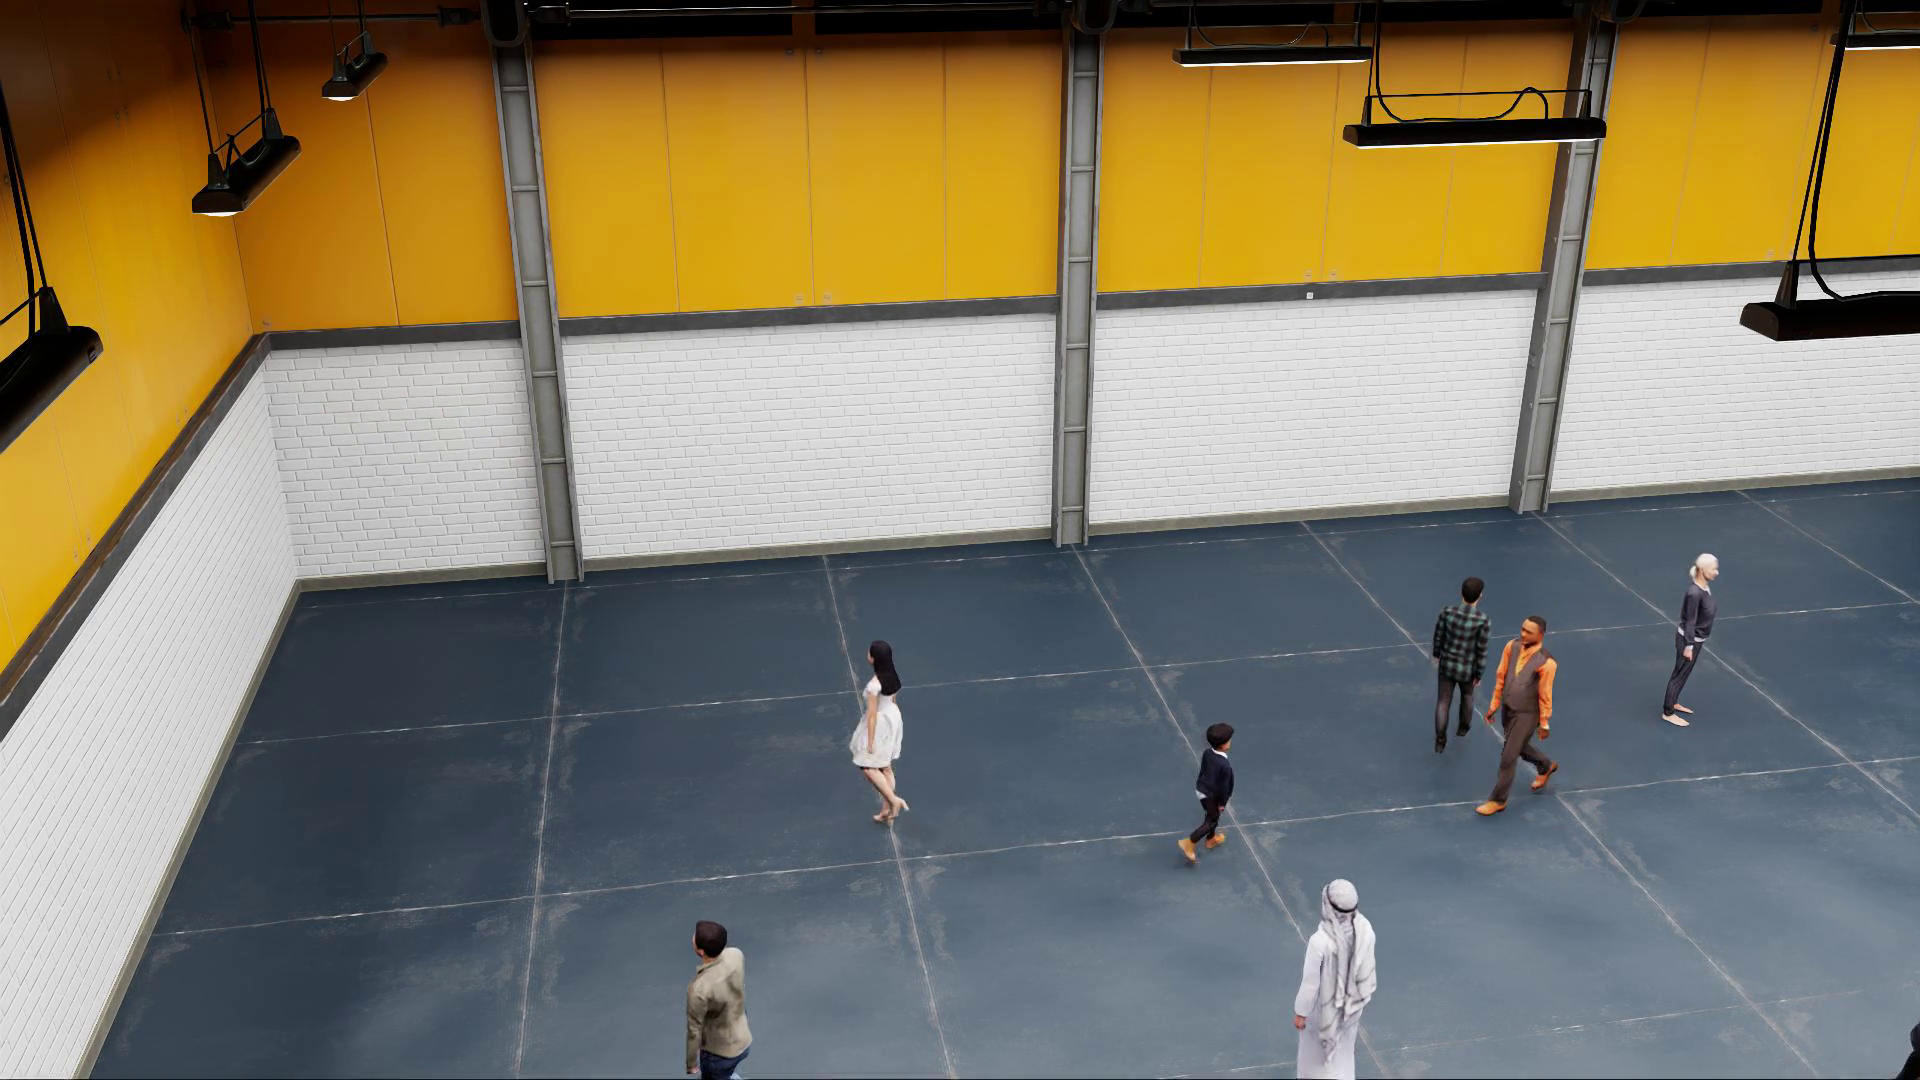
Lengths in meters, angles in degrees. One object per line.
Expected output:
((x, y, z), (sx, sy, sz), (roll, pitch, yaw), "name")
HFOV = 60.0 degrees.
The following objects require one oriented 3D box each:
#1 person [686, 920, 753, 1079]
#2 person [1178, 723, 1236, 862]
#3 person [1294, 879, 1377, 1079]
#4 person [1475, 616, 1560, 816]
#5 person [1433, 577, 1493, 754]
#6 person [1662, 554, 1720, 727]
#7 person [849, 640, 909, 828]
((-1.442, 3.231, 10.596), (0.988, 1.857, 0.928), (13, 27, 27), "person")
((2.076, 2.115, 13.957), (0.816, 1.209, 0.645), (-13, 27, -27), "person")
((2.446, 3.054, 10.916), (0.700, 1.925, 0.840), (-13, 27, -27), "person")
((4.983, 1.494, 14.547), (1.283, 1.874, 0.860), (-9, 25, -20), "person")
((4.540, 1.165, 15.225), (0.977, 1.696, 0.972), (9, 25, 20), "person")
((7.049, 0.925, 16.035), (0.728, 1.726, 0.686), (13, 27, 28), "person")
((-0.598, 1.697, 14.222), (0.895, 1.764, 0.831), (13, 27, 27), "person")
